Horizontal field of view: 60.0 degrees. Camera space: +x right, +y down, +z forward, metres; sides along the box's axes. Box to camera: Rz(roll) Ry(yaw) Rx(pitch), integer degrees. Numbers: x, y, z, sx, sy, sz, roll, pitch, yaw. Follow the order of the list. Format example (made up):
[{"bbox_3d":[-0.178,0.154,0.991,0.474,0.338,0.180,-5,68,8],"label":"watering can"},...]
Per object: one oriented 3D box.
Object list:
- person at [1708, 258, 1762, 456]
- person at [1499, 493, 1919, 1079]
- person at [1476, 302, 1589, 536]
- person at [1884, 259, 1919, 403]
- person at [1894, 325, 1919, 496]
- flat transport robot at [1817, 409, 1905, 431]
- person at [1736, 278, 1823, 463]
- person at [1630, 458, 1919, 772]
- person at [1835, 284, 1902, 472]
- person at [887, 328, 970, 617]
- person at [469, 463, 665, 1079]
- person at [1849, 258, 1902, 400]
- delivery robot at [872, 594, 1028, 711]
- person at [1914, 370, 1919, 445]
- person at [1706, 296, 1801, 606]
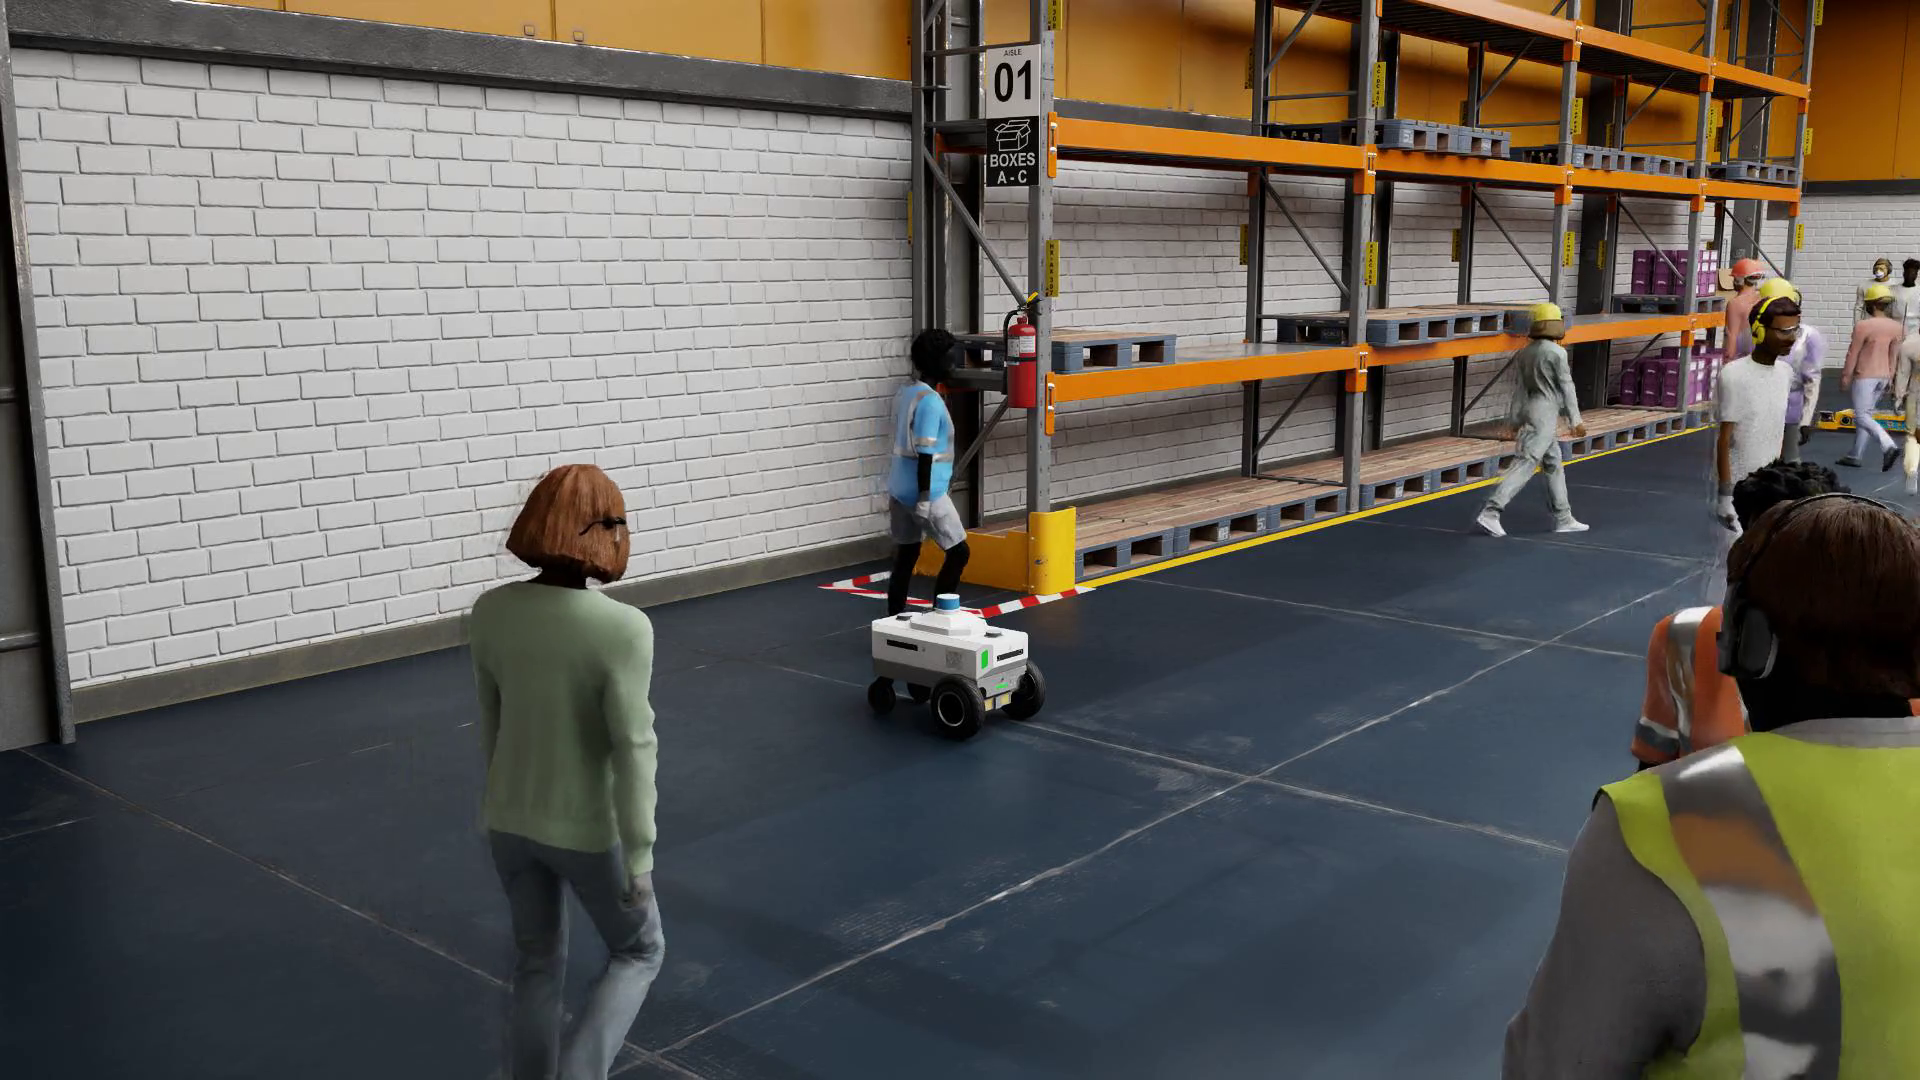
[{"bbox_3d":[7.671,-1.758,16.285,0.618,1.979,0.563,-6,11,-30],"label":"person"},{"bbox_3d":[0.909,0.835,2.000,0.615,1.796,0.876,-3,10,-16],"label":"person"},{"bbox_3d":[4.163,-0.875,12.053,0.915,1.688,0.505,-2,10,-10],"label":"person"},{"bbox_3d":[12.627,-2.788,22.274,0.626,1.913,0.979,6,12,32],"label":"person"},{"bbox_3d":[8.071,-1.147,13.861,0.506,1.615,0.680,5,11,27],"label":"person"},{"bbox_3d":[10.501,-1.330,18.688,1.431,0.197,0.652,8,13,40],"label":"flat transport robot"},{"bbox_3d":[5.760,-0.906,11.757,0.594,1.865,0.968,9,13,40],"label":"person"},{"bbox_3d":[1.515,0.689,3.135,0.535,1.697,0.321,9,13,42],"label":"person"},{"bbox_3d":[8.549,-1.515,15.534,0.522,1.742,0.753,-4,11,-22],"label":"person"},{"bbox_3d":[-0.132,-0.235,8.467,0.561,1.674,0.547,-3,10,-18],"label":"person"},{"bbox_3d":[-0.860,0.640,3.631,0.523,1.616,0.369,4,11,24],"label":"person"},{"bbox_3d":[12.563,-2.881,22.772,0.629,1.940,0.378,9,13,42],"label":"person"},{"bbox_3d":[-0.053,0.480,7.311,0.707,0.478,0.477,8,13,40],"label":"delivery robot"},{"bbox_3d":[6.816,-0.862,11.397,0.539,1.906,0.774,1,10,4],"label":"person"},{"bbox_3d":[3.810,-0.241,8.024,0.511,1.843,0.403,-4,11,-23],"label":"person"}]
